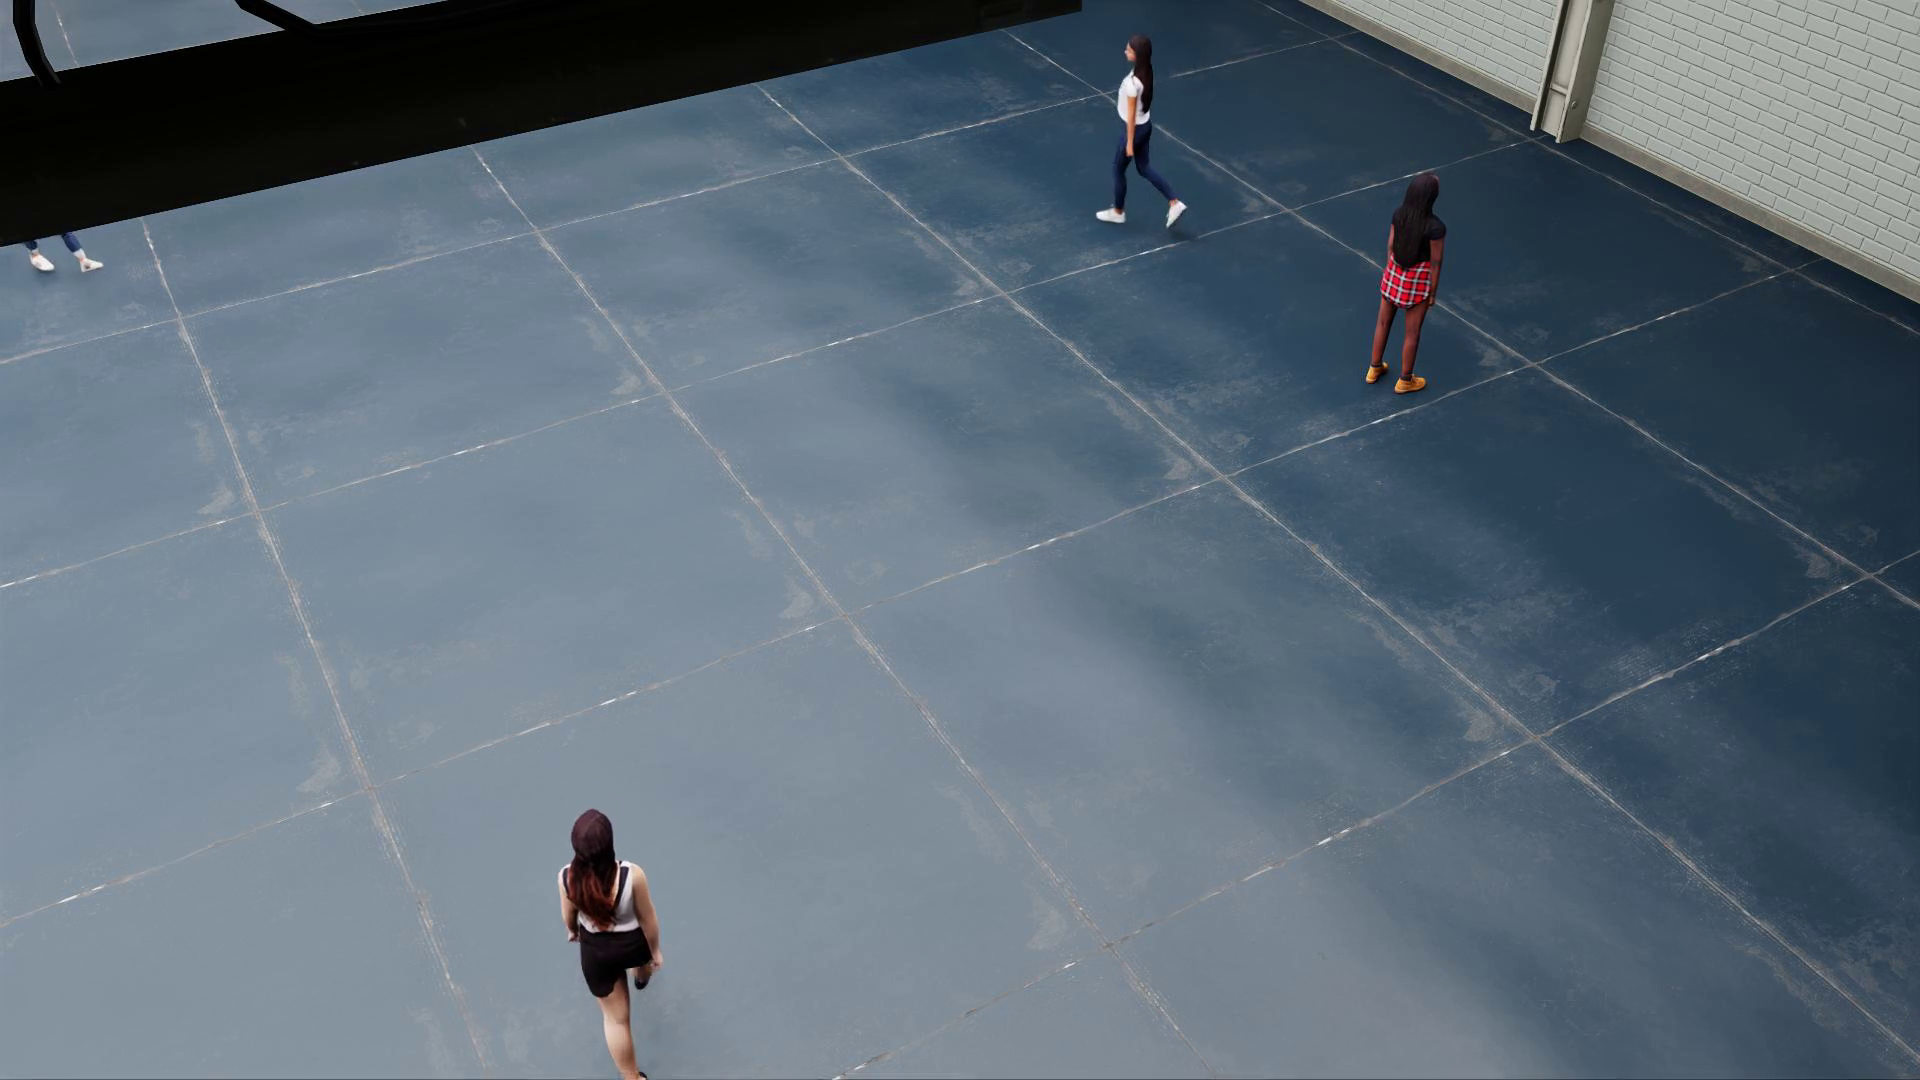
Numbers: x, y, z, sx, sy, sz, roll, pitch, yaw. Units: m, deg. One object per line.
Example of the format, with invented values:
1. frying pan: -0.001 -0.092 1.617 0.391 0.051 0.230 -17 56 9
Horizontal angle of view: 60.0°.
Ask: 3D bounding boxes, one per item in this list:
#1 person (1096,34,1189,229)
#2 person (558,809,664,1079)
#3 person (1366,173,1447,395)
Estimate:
1. person: 1.589 -3.435 14.157 1.144 1.747 1.003 16 41 20
2. person: -1.542 1.908 7.444 0.869 1.603 1.157 -4 38 -6
3. person: 3.288 -1.882 12.186 0.615 1.729 0.728 32 48 34
